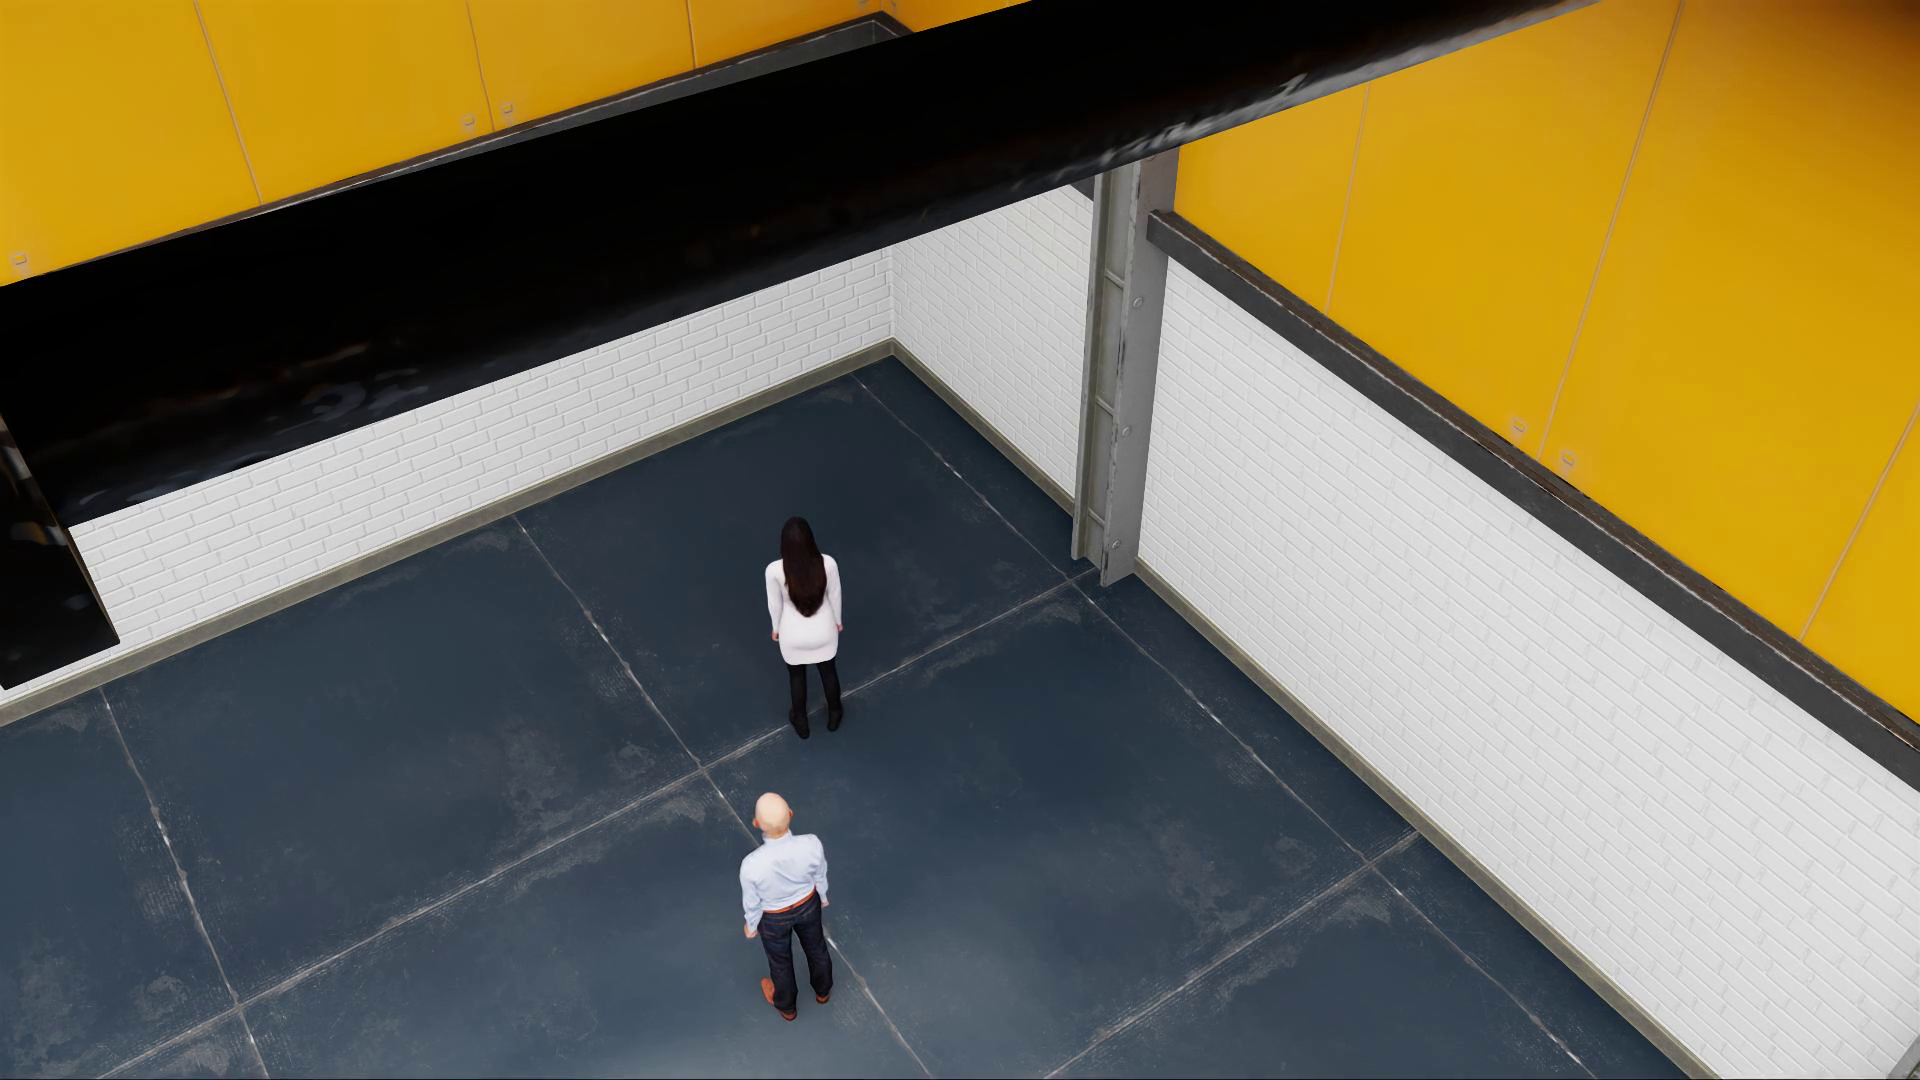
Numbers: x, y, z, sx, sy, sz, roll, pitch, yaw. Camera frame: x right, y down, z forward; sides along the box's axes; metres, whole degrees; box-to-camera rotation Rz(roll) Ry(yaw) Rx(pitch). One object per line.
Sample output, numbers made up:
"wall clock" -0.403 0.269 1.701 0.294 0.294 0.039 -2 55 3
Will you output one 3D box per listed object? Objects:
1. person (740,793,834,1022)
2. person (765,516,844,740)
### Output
"person" -0.922 1.981 8.920 0.667 1.787 0.606 -20 47 -19
"person" -0.965 0.563 10.393 0.676 1.807 0.643 -9 44 -9
